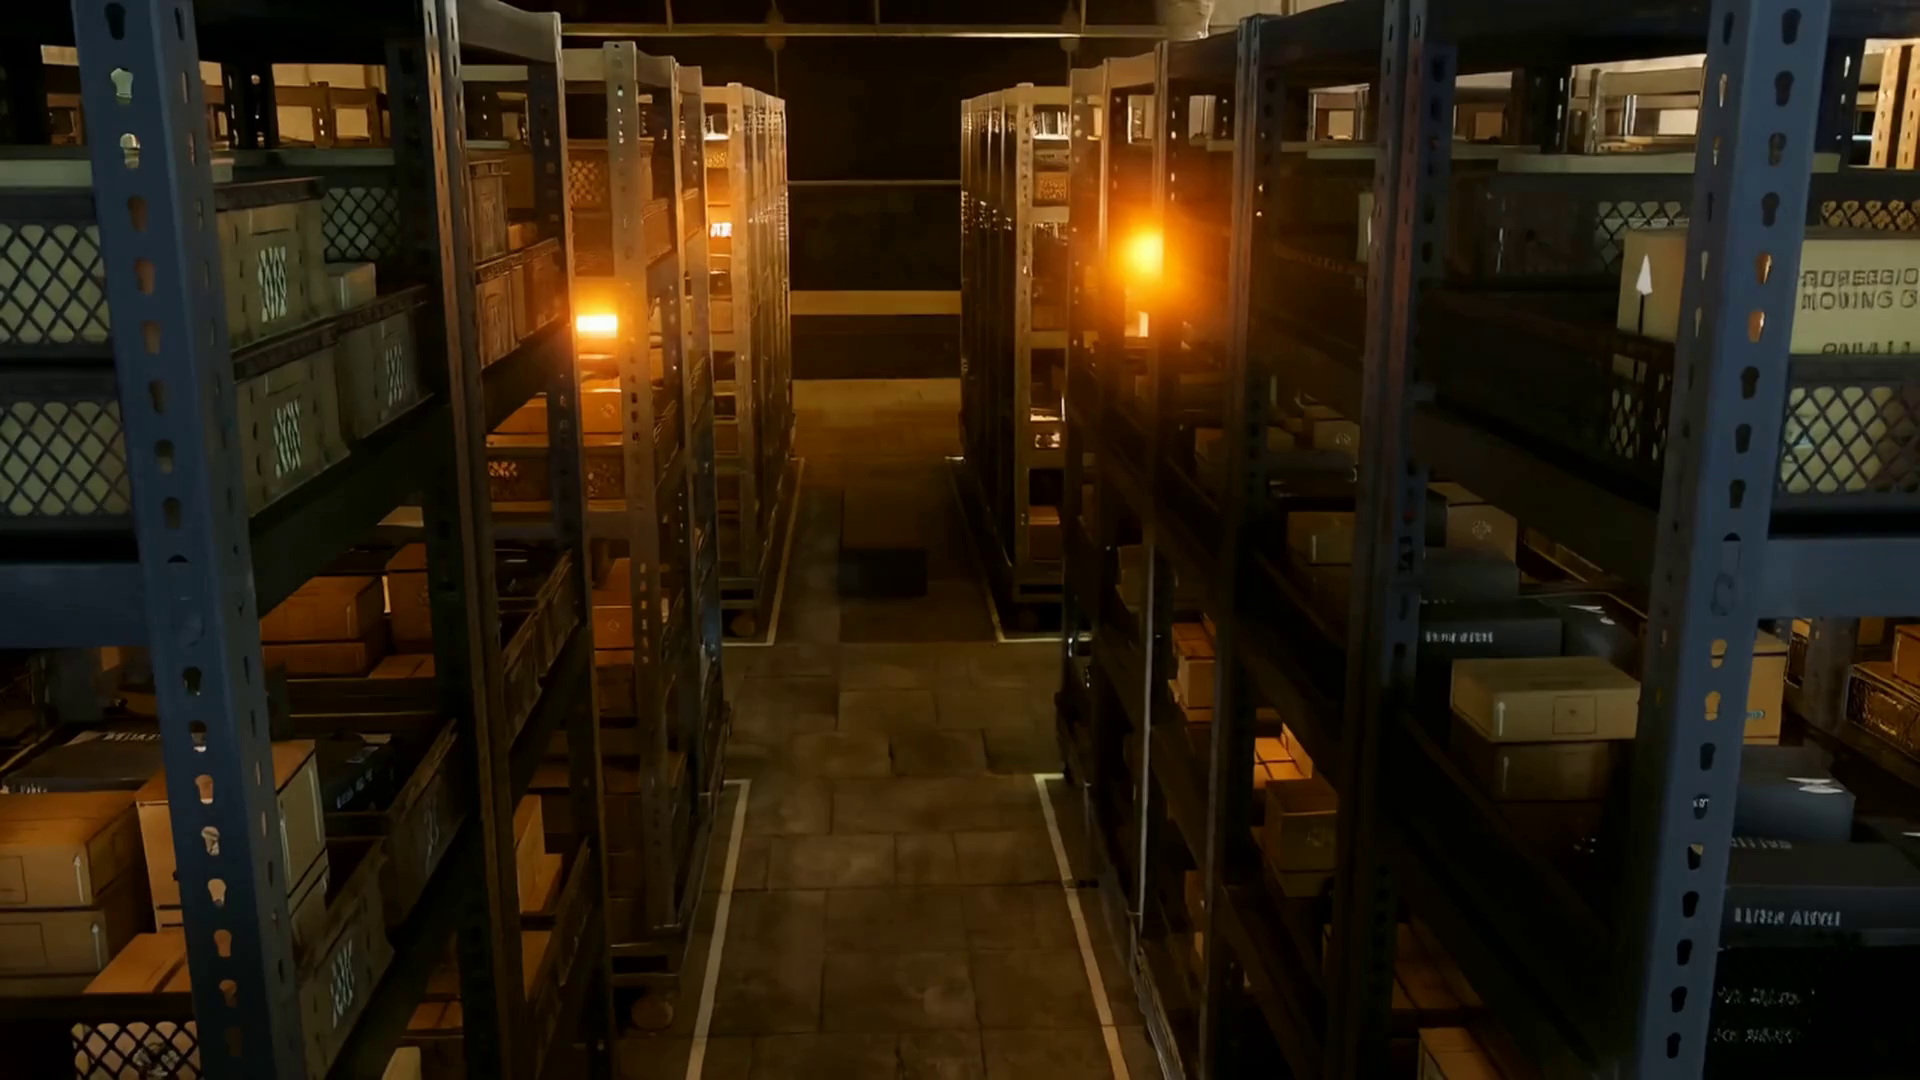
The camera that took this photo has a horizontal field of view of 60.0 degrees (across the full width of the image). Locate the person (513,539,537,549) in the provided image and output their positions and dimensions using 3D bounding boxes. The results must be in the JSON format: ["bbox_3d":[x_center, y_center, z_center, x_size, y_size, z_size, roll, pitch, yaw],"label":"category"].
[{"bbox_3d":[-2.821,-0.169,10.445,0.797,1.950,0.648,-3,14,-12],"label":"person"}]
